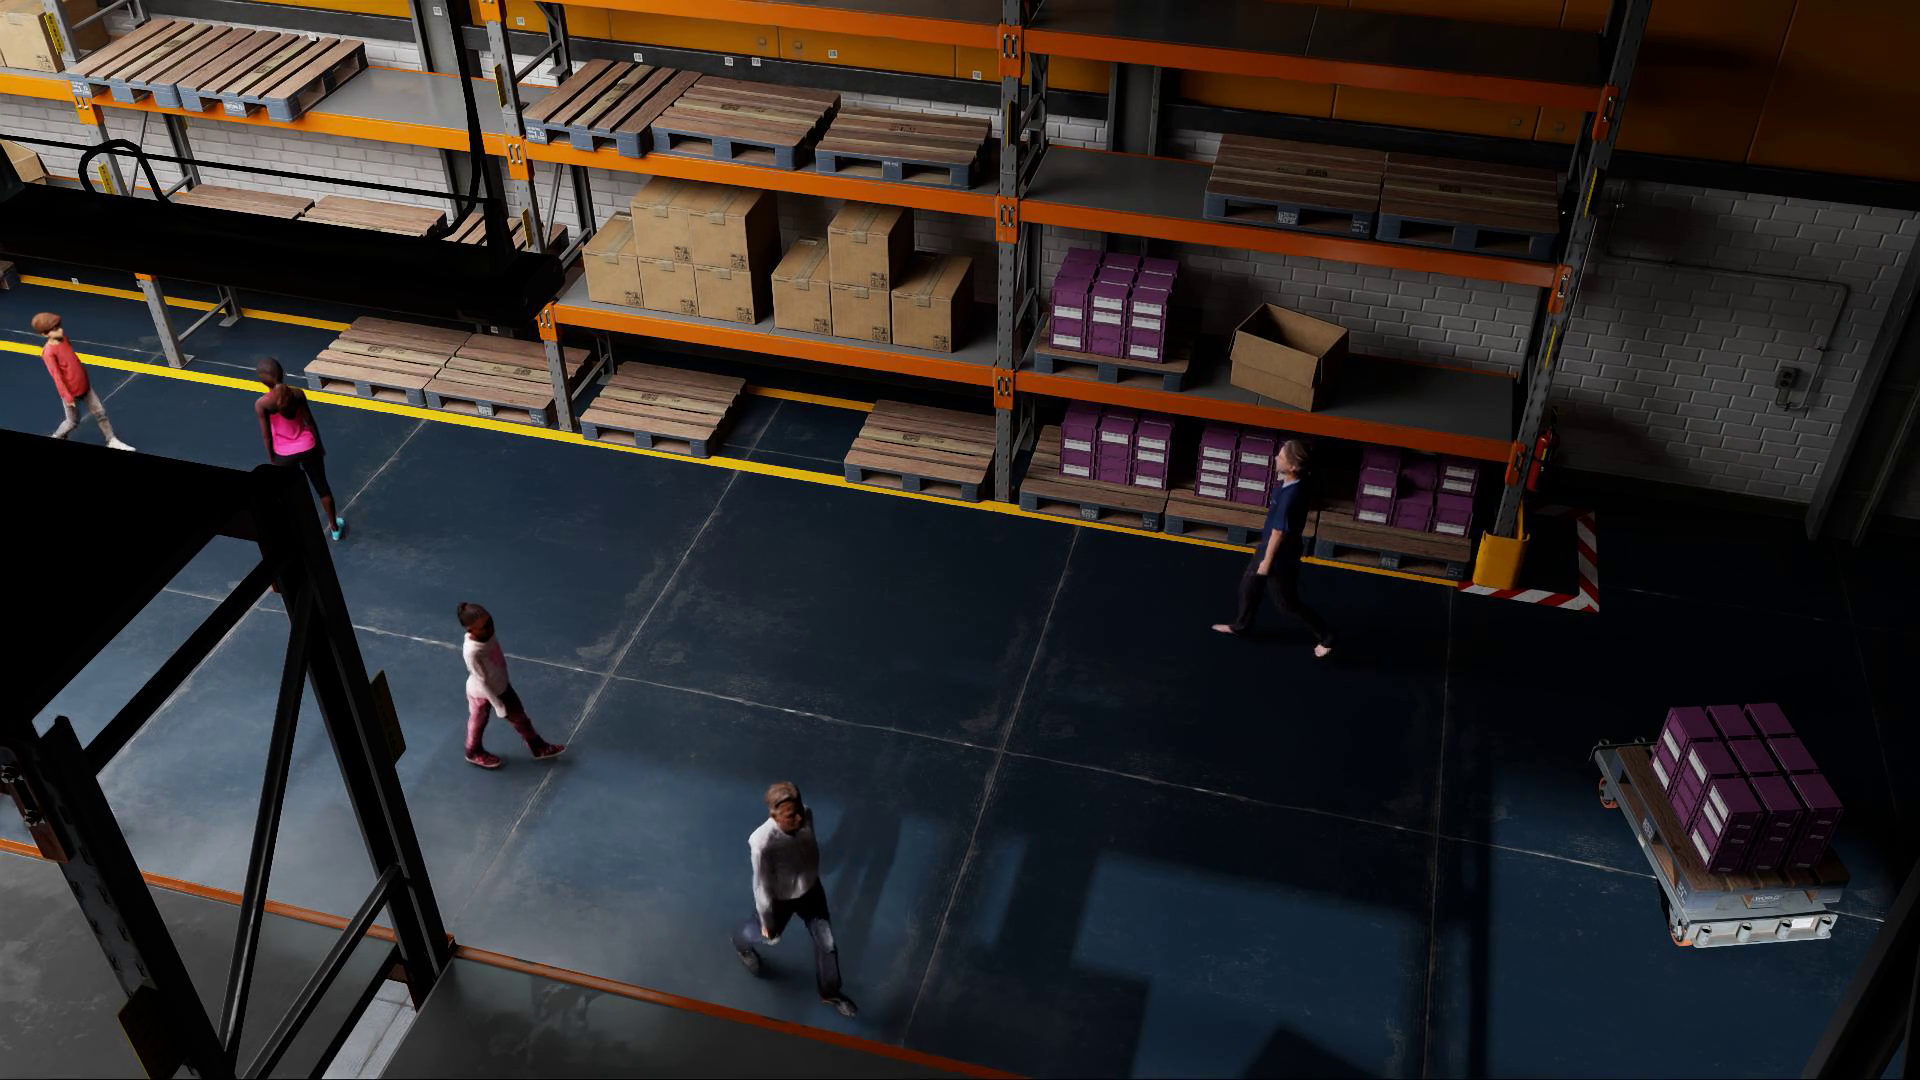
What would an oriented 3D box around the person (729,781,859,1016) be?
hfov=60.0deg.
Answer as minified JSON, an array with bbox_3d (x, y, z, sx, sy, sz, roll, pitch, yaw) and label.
[{"bbox_3d":[-1.057,2.013,9.651,1.272,1.784,0.976,27,46,29],"label":"person"}]

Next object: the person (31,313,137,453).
[{"bbox_3d":[-7.584,-1.291,14.098,0.945,1.396,0.596,5,39,6],"label":"person"}]

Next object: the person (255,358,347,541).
[{"bbox_3d":[-5.199,-0.679,13.071,0.673,1.722,0.728,-19,43,-23],"label":"person"}]

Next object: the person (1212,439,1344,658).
[{"bbox_3d":[2.406,0.119,11.988,1.185,1.827,0.707,7,39,9],"label":"person"}]

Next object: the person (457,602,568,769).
[{"bbox_3d":[-3.257,0.993,11.222,0.933,1.416,0.589,8,39,10],"label":"person"}]
